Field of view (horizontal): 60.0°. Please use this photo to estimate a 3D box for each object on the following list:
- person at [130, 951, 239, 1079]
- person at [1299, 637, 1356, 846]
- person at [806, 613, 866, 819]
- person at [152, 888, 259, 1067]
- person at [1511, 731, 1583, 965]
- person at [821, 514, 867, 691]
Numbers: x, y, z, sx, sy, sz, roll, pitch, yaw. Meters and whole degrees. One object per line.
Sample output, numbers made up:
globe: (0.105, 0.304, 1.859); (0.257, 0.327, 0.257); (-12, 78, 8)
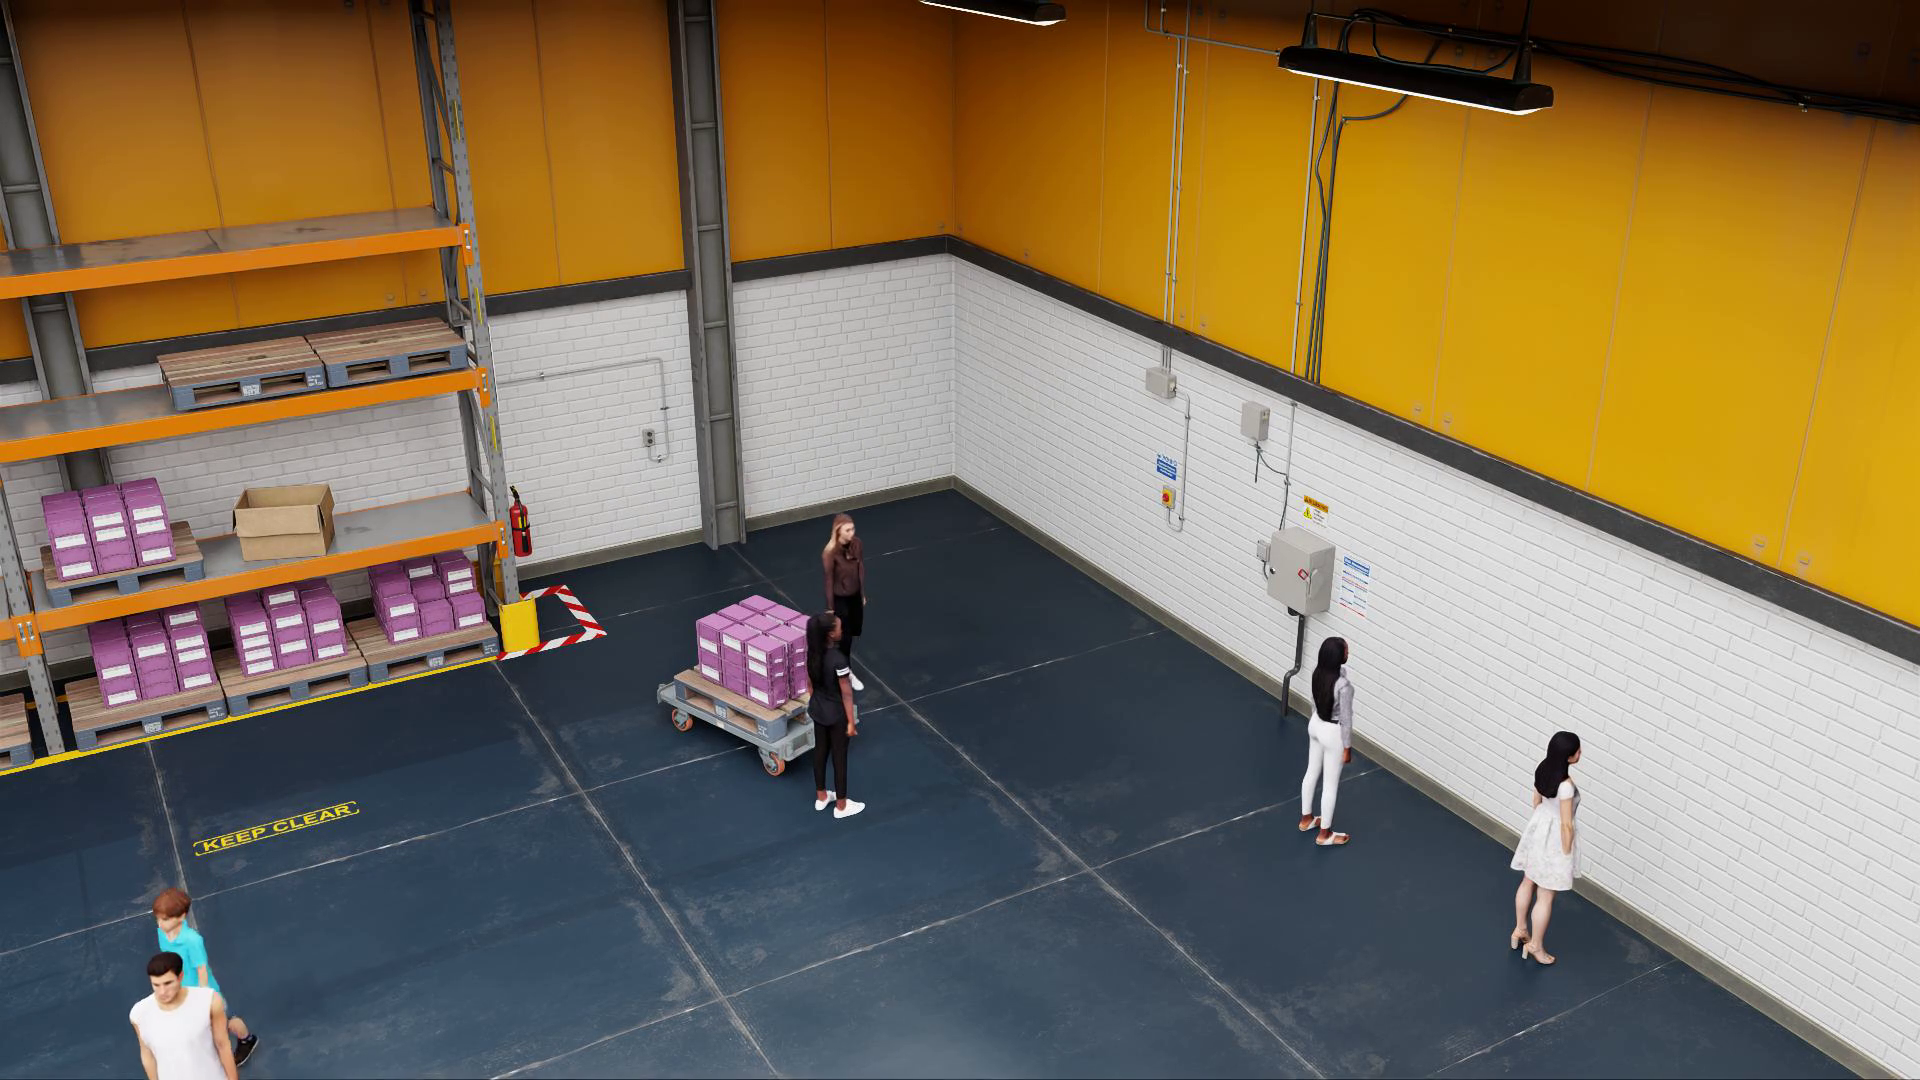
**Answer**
person: (-4.255, 3.005, 9.332); (1.126, 1.749, 0.912); (-6, 24, -13)
person: (2.830, 1.516, 12.771); (0.552, 1.724, 0.616); (-10, 25, -21)
person: (-1.017, 1.368, 13.095); (0.677, 1.736, 0.664); (21, 31, 39)
person: (-4.702, 2.752, 10.333); (0.904, 1.411, 1.010); (8, 25, 18)
person: (4.032, 2.093, 11.388); (0.746, 1.775, 0.735); (-4, 24, -10)
person: (-1.096, 0.516, 15.104); (0.907, 1.686, 0.807); (-22, 32, -40)
